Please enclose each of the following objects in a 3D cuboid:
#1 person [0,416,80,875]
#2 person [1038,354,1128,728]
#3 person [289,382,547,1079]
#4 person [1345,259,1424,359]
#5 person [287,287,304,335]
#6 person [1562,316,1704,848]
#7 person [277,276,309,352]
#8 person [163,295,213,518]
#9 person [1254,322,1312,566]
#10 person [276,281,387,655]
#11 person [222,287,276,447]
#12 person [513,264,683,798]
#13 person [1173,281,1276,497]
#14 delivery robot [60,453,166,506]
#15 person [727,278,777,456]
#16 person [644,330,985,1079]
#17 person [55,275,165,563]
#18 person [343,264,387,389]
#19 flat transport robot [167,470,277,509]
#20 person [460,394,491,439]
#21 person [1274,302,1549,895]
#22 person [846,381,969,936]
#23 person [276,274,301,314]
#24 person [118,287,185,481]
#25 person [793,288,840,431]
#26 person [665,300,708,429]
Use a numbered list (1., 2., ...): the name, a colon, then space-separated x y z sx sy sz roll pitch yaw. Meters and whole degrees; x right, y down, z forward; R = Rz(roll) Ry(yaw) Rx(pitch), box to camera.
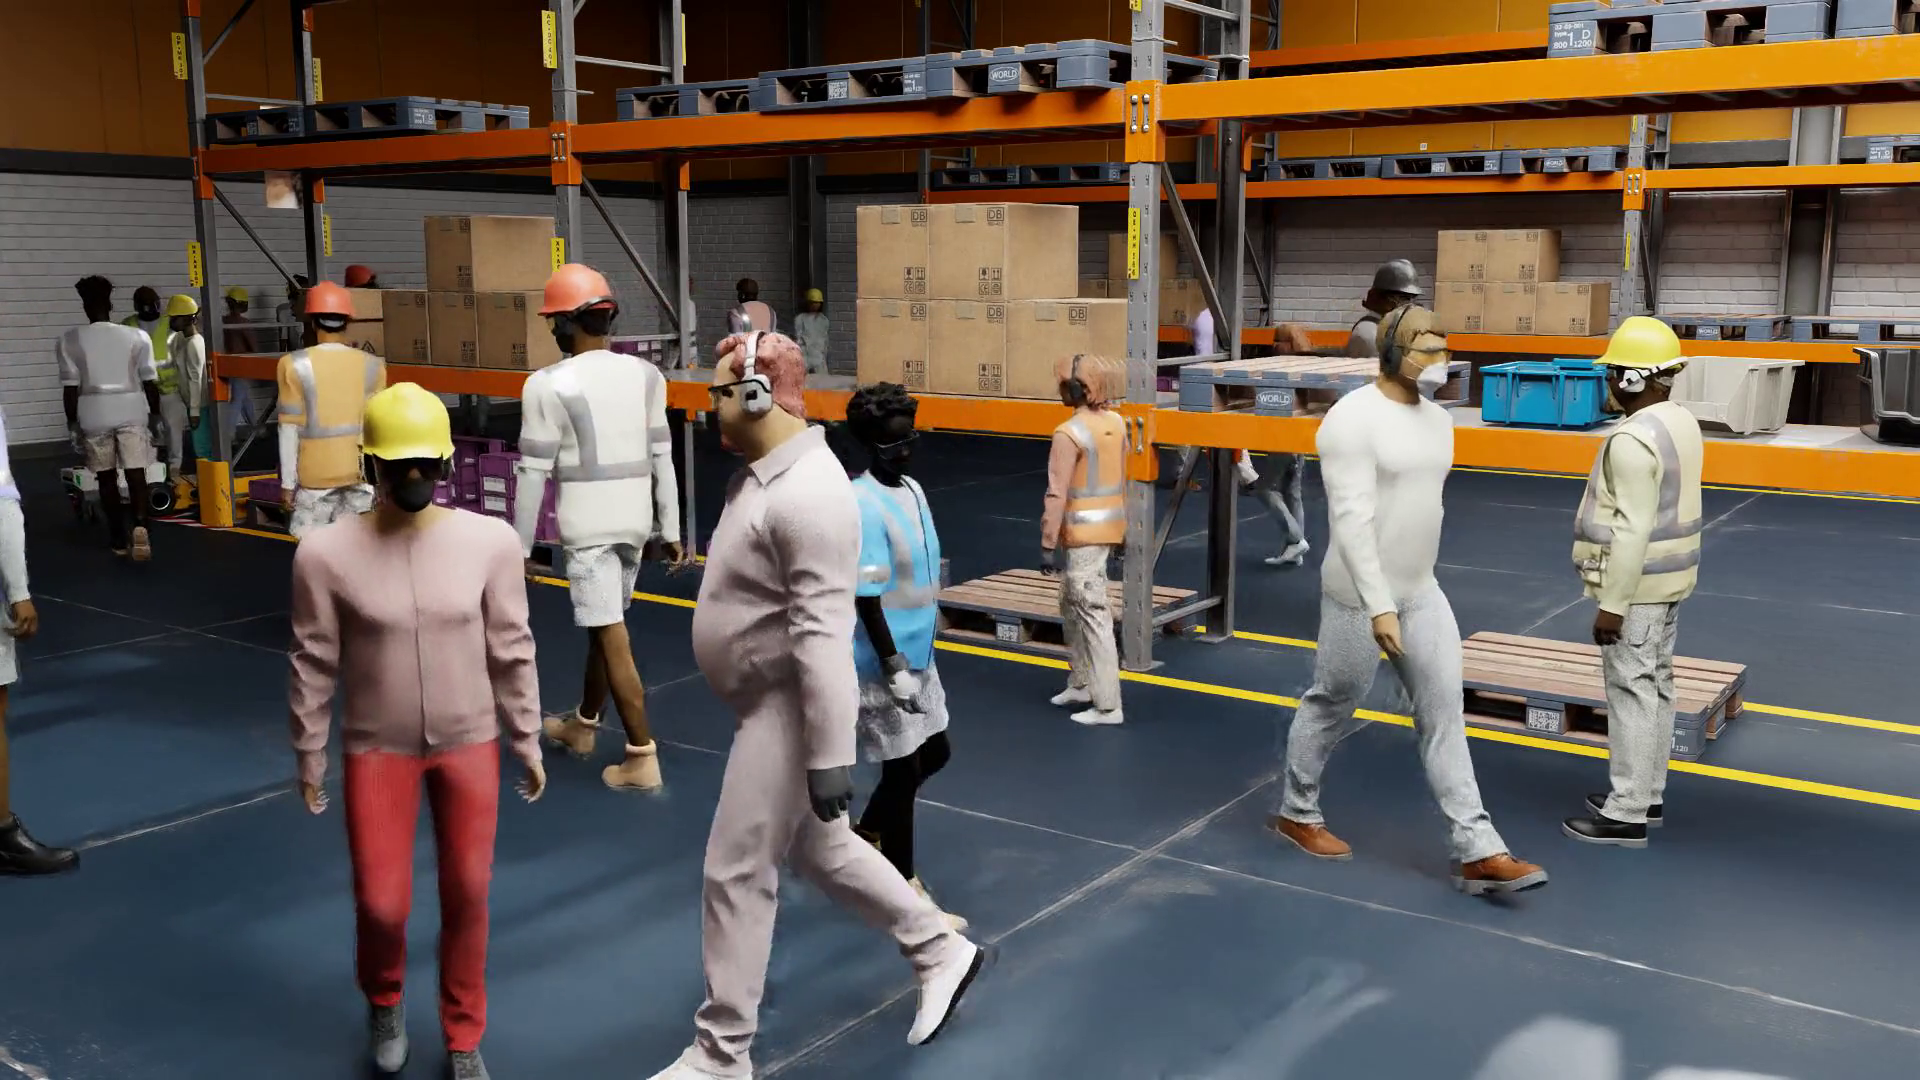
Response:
1. person: -3.270 0.177 5.499 0.723 1.894 0.383 1 10 7
2. person: 0.505 0.003 7.244 0.579 1.615 0.537 6 11 33
3. person: -1.278 0.493 3.948 0.549 1.747 0.402 -5 11 -27
4. person: 2.496 -0.605 9.645 0.536 2.000 0.684 5 11 28
5. person: -5.625 -1.287 14.461 0.833 1.785 0.580 0 10 -1
6. person: 2.331 0.148 5.771 0.404 1.834 0.591 8 12 38
7. person: -6.362 -1.622 16.201 0.328 1.875 0.514 8 13 40
8. person: -6.063 -1.052 13.158 0.348 1.761 0.531 -4 10 -23
9. person: 2.142 -0.619 10.983 0.352 1.621 0.505 5 11 26
10. person: -3.138 -0.340 8.405 0.573 1.922 0.540 -8 12 -39
11. person: -7.836 -1.899 18.289 0.538 1.727 0.845 6 11 31
12. person: -1.462 -0.046 6.424 0.970 1.997 0.632 8 12 38
13. person: 2.244 -1.312 14.324 1.035 1.881 0.655 9 13 44
14. delivery robot: -6.644 -0.484 13.062 0.477 0.478 0.707 8 13 41
15. person: -2.192 -1.794 17.318 0.430 1.845 0.621 8 12 39
16. person: -0.364 0.417 4.107 0.900 1.872 0.653 -2 10 -13
17. person: -5.698 -0.812 11.198 0.627 1.936 0.893 -5 11 -29
18. person: -5.315 -1.541 15.398 0.764 1.996 0.636 5 11 27
19. flat transport robot: -5.983 -0.444 13.946 1.431 0.197 0.652 -6 11 -32
20. person: -5.477 -2.050 18.700 0.646 1.914 0.899 -3 10 -16
21. person: 1.415 0.195 5.349 0.646 1.889 0.991 -7 12 -35
22. person: -0.179 0.360 4.973 0.416 1.678 0.560 3 10 20
23. person: -7.414 -2.046 18.731 0.521 1.873 0.334 -6 11 -33
24. person: -7.232 -1.379 14.998 0.640 1.795 0.962 -3 10 -17
25. person: -1.761 -2.146 19.860 0.491 1.693 0.913 -5 11 -28
26. person: -3.451 -2.258 20.087 0.976 1.834 0.593 6 11 31
